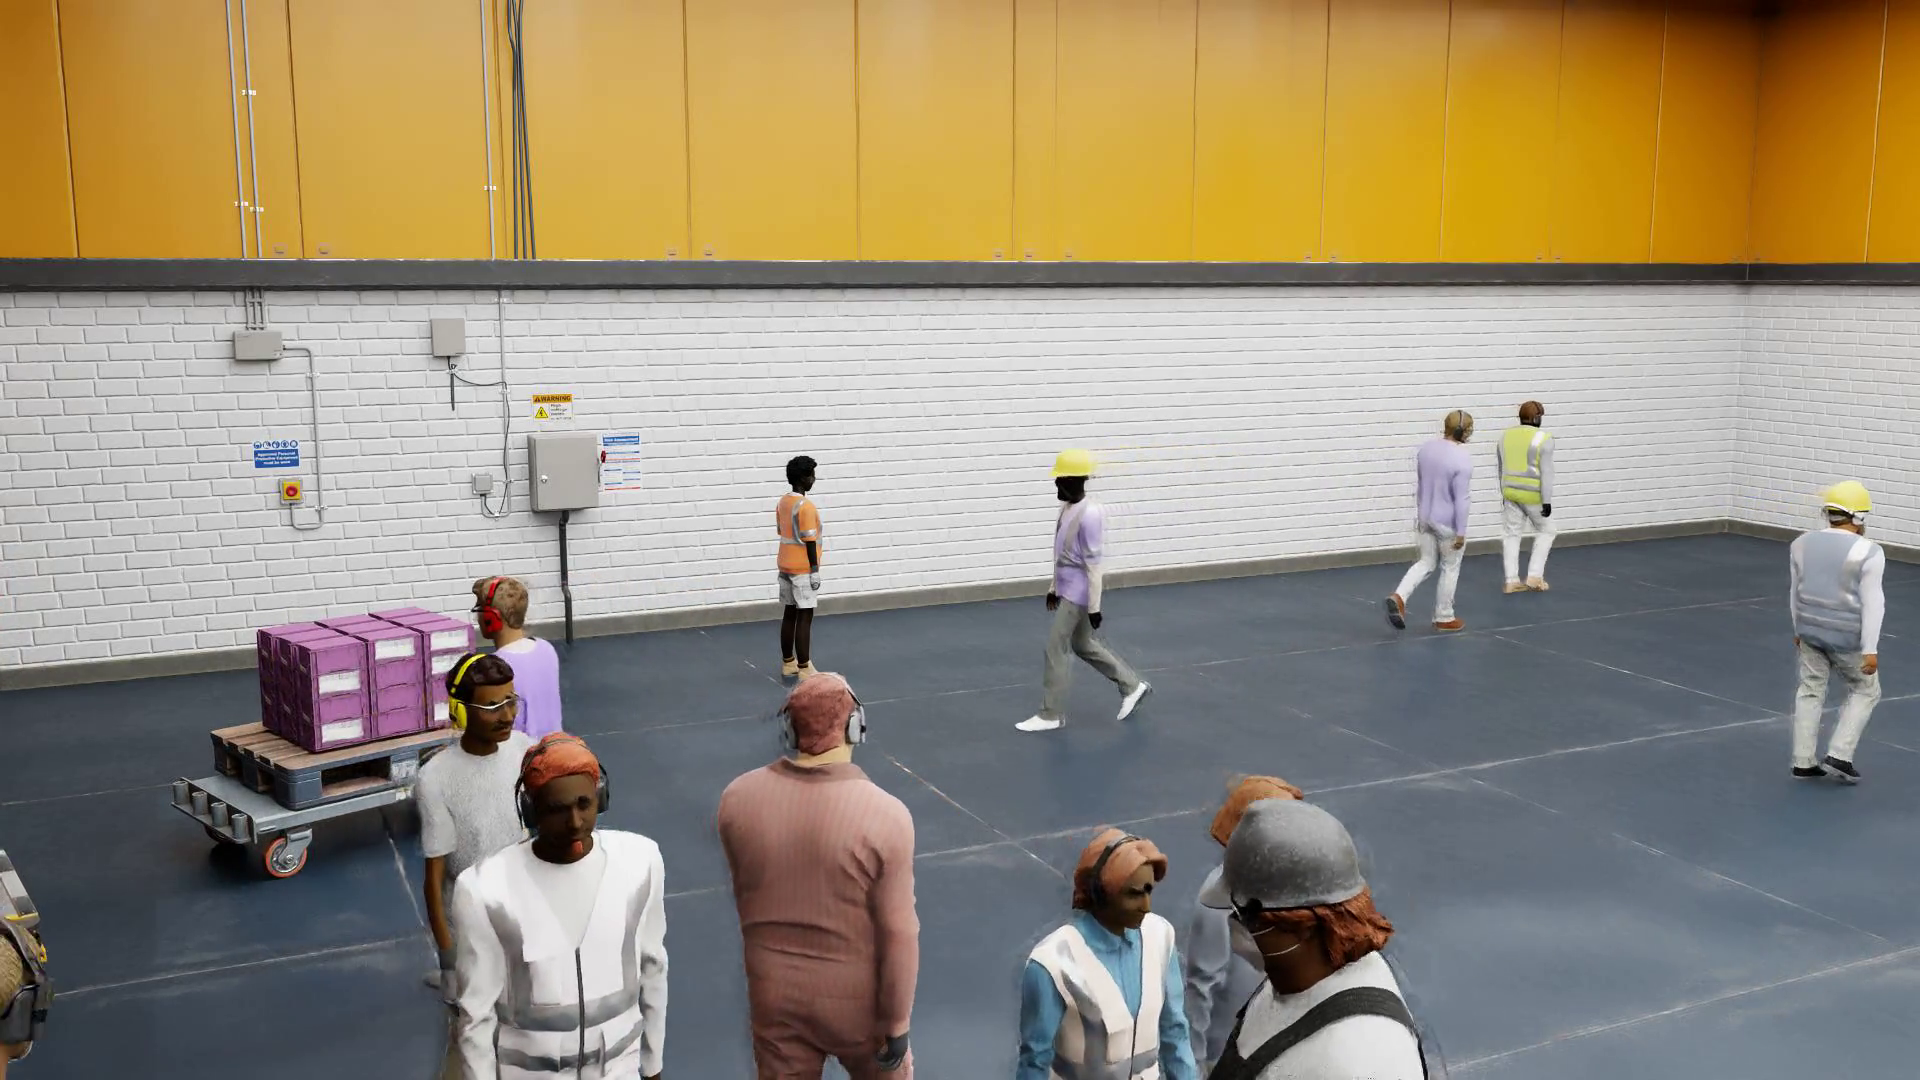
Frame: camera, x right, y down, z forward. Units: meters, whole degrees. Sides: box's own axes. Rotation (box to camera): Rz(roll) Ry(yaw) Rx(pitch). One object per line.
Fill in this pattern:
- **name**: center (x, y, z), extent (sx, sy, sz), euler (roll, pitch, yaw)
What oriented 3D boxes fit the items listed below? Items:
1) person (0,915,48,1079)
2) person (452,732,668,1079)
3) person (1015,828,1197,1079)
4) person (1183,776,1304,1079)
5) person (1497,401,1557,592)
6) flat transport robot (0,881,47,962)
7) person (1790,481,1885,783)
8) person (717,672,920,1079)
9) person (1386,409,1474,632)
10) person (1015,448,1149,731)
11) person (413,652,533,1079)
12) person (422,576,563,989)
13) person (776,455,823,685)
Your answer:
- **person**: center (-1.771, 1.617, 2.934), extent (0.669, 1.914, 0.492), euler (4, 10, 22)
- **person**: center (-1.020, 1.413, 4.353), extent (0.580, 1.868, 0.443), euler (-5, 10, -28)
- **person**: center (0.424, 1.546, 4.286), extent (0.530, 1.609, 0.727), euler (-8, 12, -41)
- **person**: center (0.903, 1.467, 4.784), extent (0.752, 1.597, 0.530), euler (6, 11, 32)
- **person**: center (5.394, -0.406, 15.748), extent (0.556, 1.822, 0.667), euler (-6, 11, -33)
- **flat transport robot**: center (-4.646, 1.688, 7.568), extent (0.652, 0.197, 1.431), euler (-7, 11, -36)
- **person**: center (5.196, 0.554, 9.826), extent (0.492, 1.812, 0.629), euler (-4, 10, -26)
- **person**: center (-0.370, 1.308, 4.984), extent (0.636, 1.873, 0.717), euler (3, 10, 18)
- **person**: center (3.950, -0.139, 13.835), extent (0.746, 1.913, 0.651), euler (-5, 10, -27)
- **person**: center (0.830, 0.323, 11.035), extent (0.883, 1.895, 0.589), euler (-1, 9, -7)
- **person**: center (-1.473, 1.262, 5.318), extent (0.613, 1.847, 0.564), euler (5, 11, 30)
- **person**: center (-1.794, 1.034, 6.891), extent (0.935, 1.809, 0.581), euler (3, 10, 17)
- **person**: center (-1.175, 0.218, 12.290), extent (0.319, 1.695, 0.532), euler (-5, 11, -30)
